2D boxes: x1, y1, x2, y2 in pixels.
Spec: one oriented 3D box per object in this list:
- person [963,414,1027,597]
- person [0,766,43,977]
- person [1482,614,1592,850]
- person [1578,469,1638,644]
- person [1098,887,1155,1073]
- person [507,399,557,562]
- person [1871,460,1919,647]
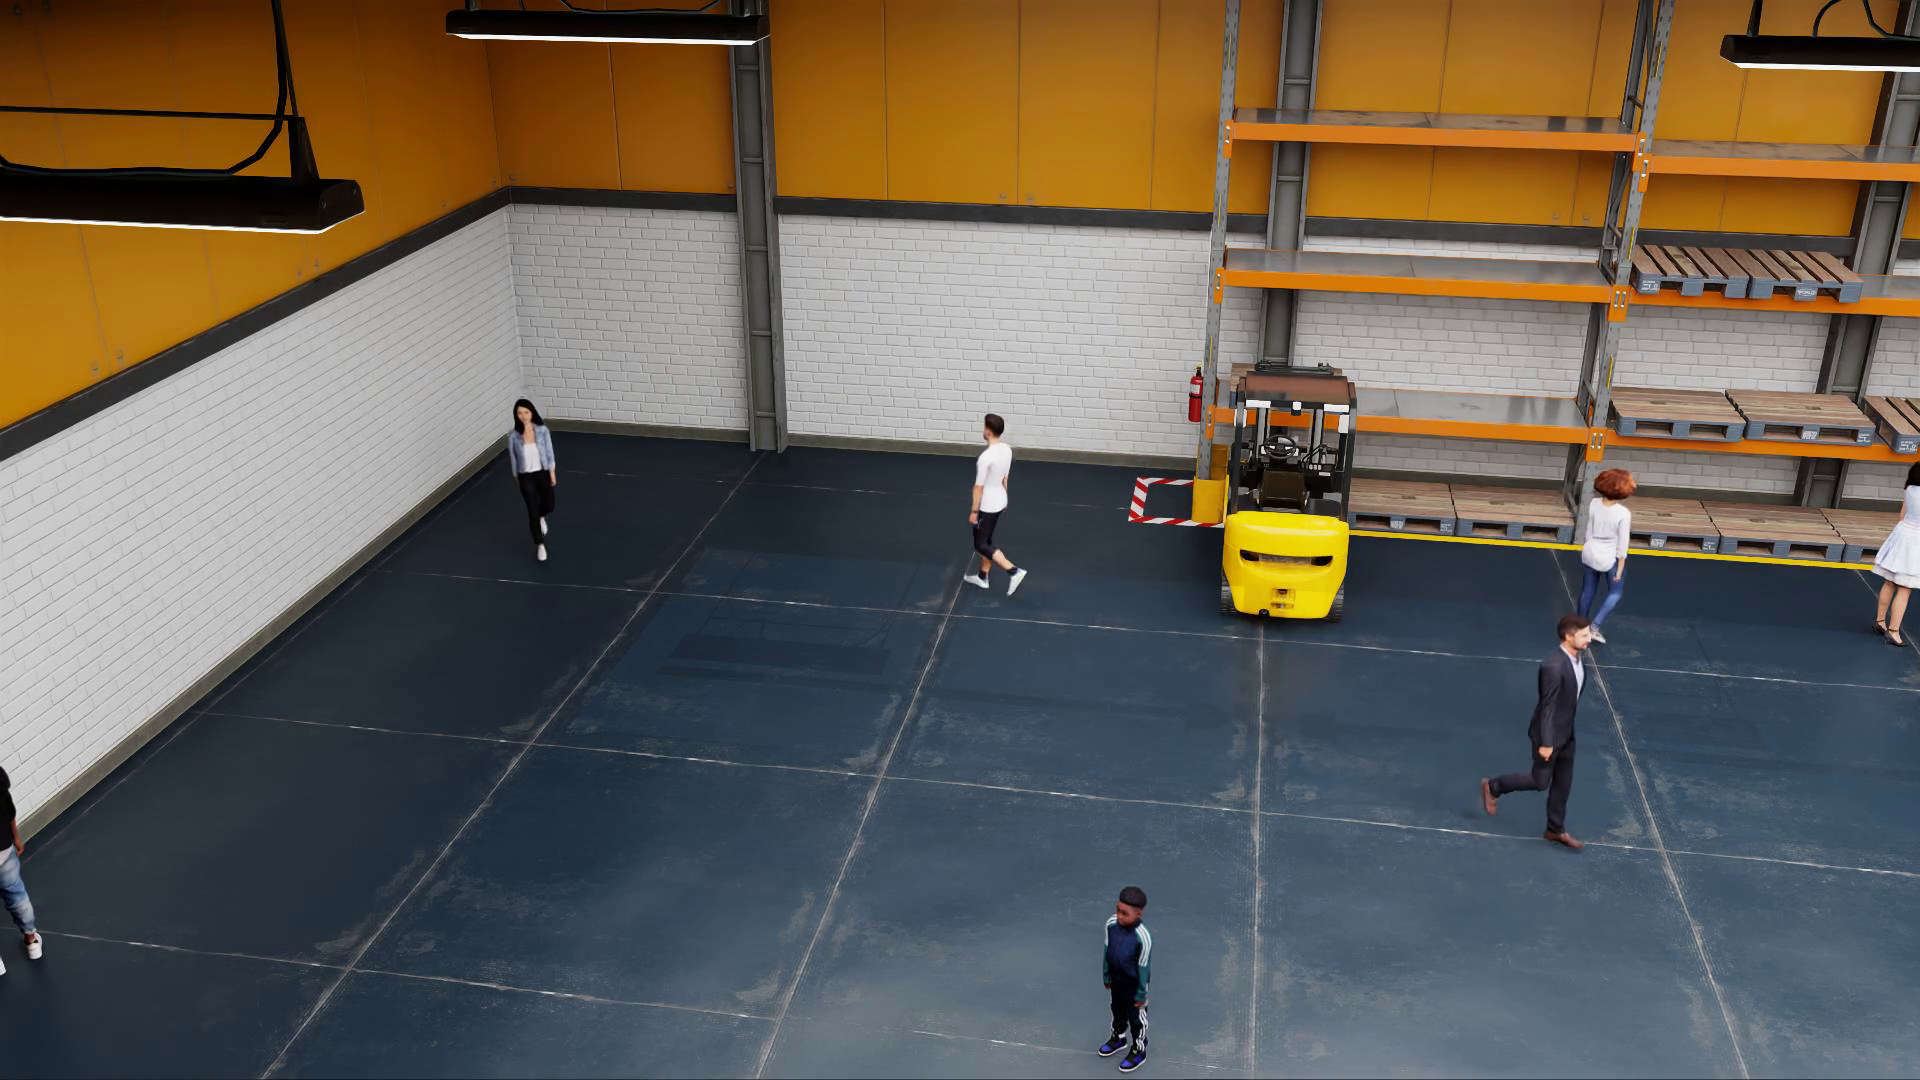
[{"bbox_3d":[0.350,-0.319,16.223,1.096,1.834,0.900,14,27,29],"label":"person"},{"bbox_3d":[-6.429,2.019,10.901,0.789,1.813,0.814,-21,31,-39],"label":"person"},{"bbox_3d":[4.314,1.392,12.294,1.139,1.846,0.986,20,31,38],"label":"person"},{"bbox_3d":[5.843,0.171,15.265,0.841,1.703,0.779,-16,28,-32],"label":"person"},{"bbox_3d":[1.038,2.653,10.145,0.627,1.255,0.548,-21,31,-40],"label":"person"},{"bbox_3d":[-4.398,-0.657,17.179,0.948,1.688,0.932,-9,25,-19],"label":"person"},{"bbox_3d":[8.724,0.099,15.286,0.795,1.818,0.765,-1,24,-3],"label":"person"}]
